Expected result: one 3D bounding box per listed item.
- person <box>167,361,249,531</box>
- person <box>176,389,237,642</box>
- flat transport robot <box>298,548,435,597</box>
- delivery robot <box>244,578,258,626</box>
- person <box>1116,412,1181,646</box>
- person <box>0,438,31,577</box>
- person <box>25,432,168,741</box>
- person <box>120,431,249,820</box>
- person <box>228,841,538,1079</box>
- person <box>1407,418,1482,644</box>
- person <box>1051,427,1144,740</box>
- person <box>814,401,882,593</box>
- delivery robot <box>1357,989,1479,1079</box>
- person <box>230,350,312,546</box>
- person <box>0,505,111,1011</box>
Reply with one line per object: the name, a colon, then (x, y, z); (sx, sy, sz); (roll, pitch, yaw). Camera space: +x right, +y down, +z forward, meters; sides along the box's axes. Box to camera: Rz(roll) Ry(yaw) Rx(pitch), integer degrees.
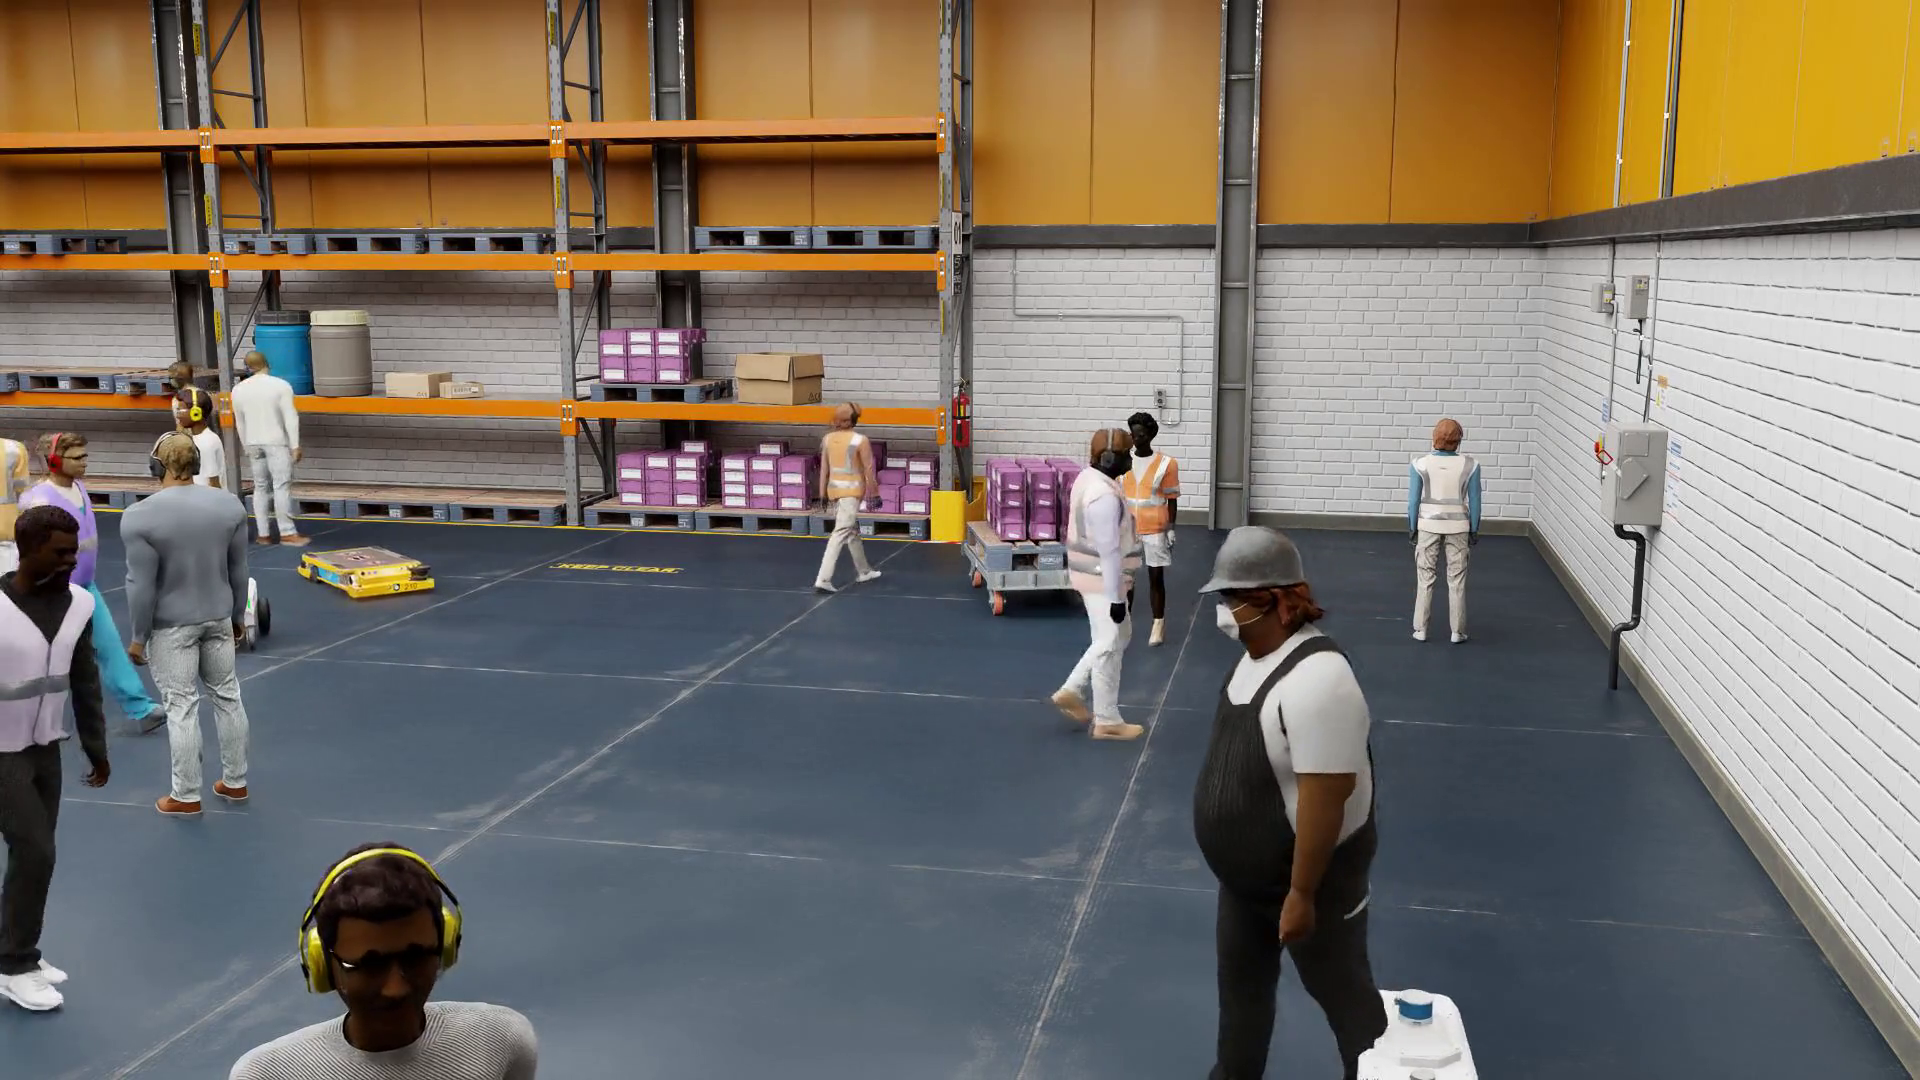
person: (-7.450, -0.865, 16.391); (0.914, 1.800, 0.514); (2, 10, 9)
person: (-5.380, -0.145, 11.886); (0.310, 1.863, 0.532); (-5, 11, -27)
flat transport robot: (-5.097, 0.256, 14.224); (0.652, 0.197, 1.431); (-8, 12, -39)
delivery robot: (-5.281, 0.438, 12.028); (0.477, 0.478, 0.707); (-3, 10, -20)
person: (1.312, -0.079, 11.992); (0.540, 1.695, 0.317); (4, 10, 22)
person: (-6.476, -0.044, 11.080); (0.547, 1.934, 0.376); (-7, 12, -37)
person: (-5.021, 0.283, 9.531); (0.961, 1.791, 0.595); (0, 10, -2)
person: (-3.847, 0.423, 8.303); (0.373, 1.940, 0.628); (7, 12, 35)
person: (-0.917, 1.398, 2.735); (0.510, 1.871, 0.328); (-5, 11, -29)
person: (3.497, -0.058, 12.033); (0.514, 1.641, 0.309); (3, 10, 17)
person: (0.835, 0.260, 9.585); (0.430, 1.831, 0.656); (-1, 10, -3)
person: (-0.966, -0.367, 14.014); (0.508, 1.592, 0.901); (9, 13, 41)
delivery robot: (1.379, 1.614, 5.064); (0.477, 0.478, 0.707); (2, 10, 10)
person: (-6.696, -0.888, 16.216); (0.793, 1.907, 0.349); (2, 10, 11)
person: (-3.497, 0.808, 6.262); (0.651, 1.876, 0.628); (2, 10, 14)
